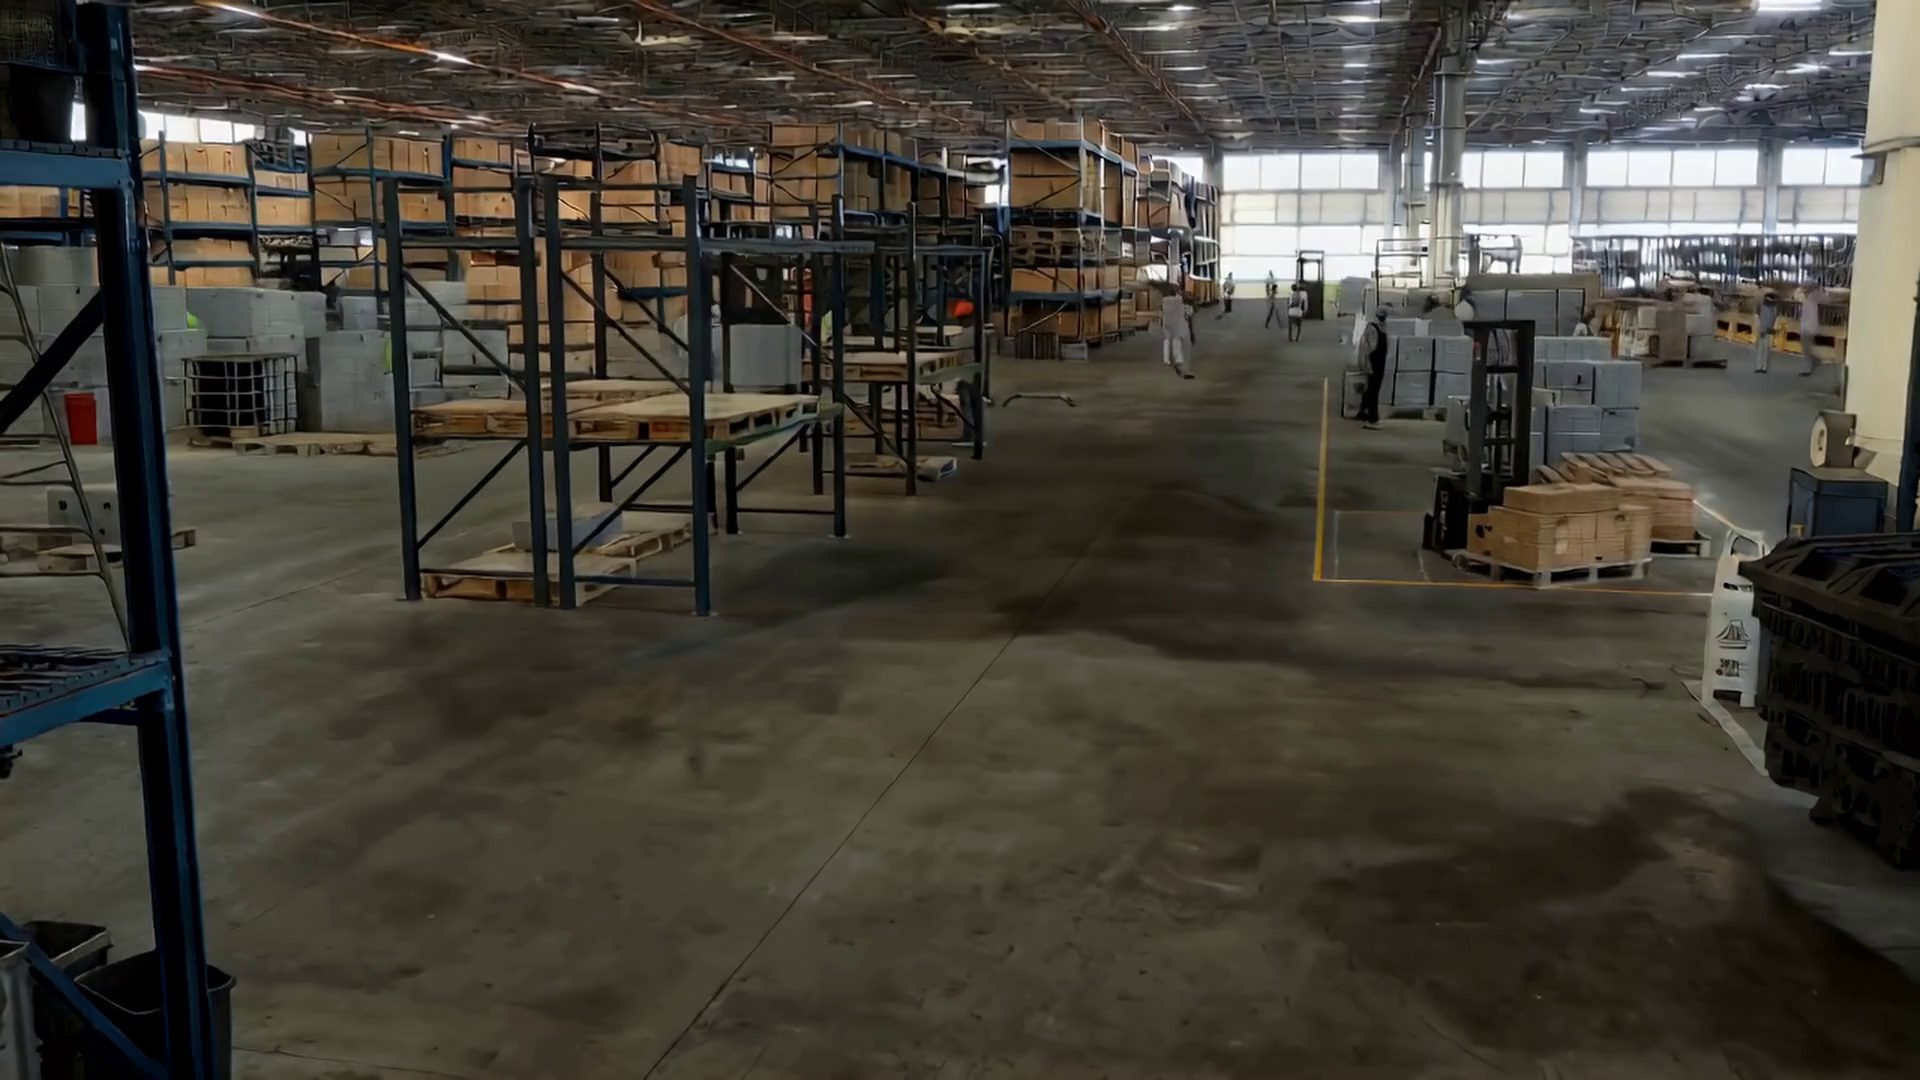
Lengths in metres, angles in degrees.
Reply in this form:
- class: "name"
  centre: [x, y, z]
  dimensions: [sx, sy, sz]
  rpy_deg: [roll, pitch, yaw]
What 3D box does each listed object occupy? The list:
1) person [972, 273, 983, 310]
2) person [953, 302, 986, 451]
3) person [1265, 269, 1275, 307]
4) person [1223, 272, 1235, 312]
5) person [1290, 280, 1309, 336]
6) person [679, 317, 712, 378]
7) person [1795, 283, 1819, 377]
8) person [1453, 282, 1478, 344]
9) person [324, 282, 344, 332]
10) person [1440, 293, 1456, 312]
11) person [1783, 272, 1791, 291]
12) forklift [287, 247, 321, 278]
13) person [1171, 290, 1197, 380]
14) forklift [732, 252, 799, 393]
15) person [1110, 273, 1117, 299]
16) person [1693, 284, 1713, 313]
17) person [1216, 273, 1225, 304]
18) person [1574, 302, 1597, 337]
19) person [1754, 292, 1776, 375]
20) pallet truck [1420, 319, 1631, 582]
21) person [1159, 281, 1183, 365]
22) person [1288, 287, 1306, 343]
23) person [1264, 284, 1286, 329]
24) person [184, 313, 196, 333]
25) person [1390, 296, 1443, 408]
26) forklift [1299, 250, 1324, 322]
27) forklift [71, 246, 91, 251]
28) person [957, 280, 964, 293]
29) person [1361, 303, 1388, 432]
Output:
- class: "person"
  centre: [0.705, -9.243, 63.480]
  dimensions: [0.455, 2.021, 0.603]
  rpy_deg: [-2, 10, -10]
- class: "person"
  centre: [0.100, -2.120, 21.586]
  dimensions: [0.385, 1.922, 0.594]
  rpy_deg: [6, 11, 33]
- class: "person"
  centre: [16.249, -13.188, 87.052]
  dimensions: [0.614, 1.946, 0.389]
  rpy_deg: [-5, 11, -27]
- class: "person"
  centre: [12.565, -11.582, 77.725]
  dimensions: [0.561, 1.906, 0.874]
  rpy_deg: [2, 10, 9]
- class: "person"
  centre: [10.971, -7.513, 53.907]
  dimensions: [0.636, 1.786, 0.903]
  rpy_deg: [1, 10, 7]
- class: "person"
  centre: [-4.280, -2.977, 26.959]
  dimensions: [0.594, 1.834, 1.005]
  rpy_deg: [2, 10, 9]
- class: "person"
  centre: [17.723, -4.385, 34.855]
  dimensions: [0.447, 1.967, 0.636]
  rpy_deg: [6, 11, 30]
- class: "person"
  centre: [9.949, -4.099, 32.960]
  dimensions: [0.538, 2.000, 0.711]
  rpy_deg: [8, 12, 38]
- class: "person"
  centre: [-15.481, -5.390, 41.003]
  dimensions: [0.593, 1.911, 0.385]
  rpy_deg: [-9, 13, -42]
- class: "person"
  centre: [11.965, -5.191, 40.548]
  dimensions: [0.563, 1.648, 0.861]
  rpy_deg: [-7, 12, -37]
- class: "person"
  centre: [43.944, -13.369, 88.476]
  dimensions: [0.373, 1.833, 0.563]
  rpy_deg: [-9, 13, -41]
- class: "forklift"
  centre: [-19.555, -7.358, 49.778]
  dimensions: [1.129, 2.768, 1.873]
  rpy_deg: [2, 10, 12]
- class: "person"
  centre: [4.662, -4.204, 34.150]
  dimensions: [0.442, 1.856, 0.529]
  rpy_deg: [-1, 10, -4]
- class: "forklift"
  centre: [-3.605, -4.001, 29.899]
  dimensions: [1.129, 2.768, 1.873]
  rpy_deg: [2, 10, 12]
- class: "person"
  centre: [7.671, -12.336, 82.443]
  dimensions: [0.658, 1.795, 0.932]
  rpy_deg: [4, 10, 21]
- class: "person"
  centre: [21.341, -6.462, 47.802]
  dimensions: [0.539, 1.757, 0.448]
  rpy_deg: [3, 10, 18]
- class: "person"
  centre: [14.251, -13.886, 91.860]
  dimensions: [0.889, 1.705, 0.648]
  rpy_deg: [6, 11, 31]
- class: "person"
  centre: [8.836, -2.423, 23.540]
  dimensions: [0.328, 1.872, 0.509]
  rpy_deg: [2, 10, 10]
- class: "person"
  centre: [17.348, -4.437, 35.777]
  dimensions: [0.523, 1.769, 0.309]
  rpy_deg: [-7, 12, -35]
- class: "pallet truck"
  centre: [4.543, -0.757, 13.299]
  dimensions: [0.823, 1.965, 1.885]
  rpy_deg: [-4, 10, -22]
- class: "person"
  centre: [4.969, -5.094, 39.071]
  dimensions: [0.601, 1.967, 0.369]
  rpy_deg: [5, 11, 26]
- class: "person"
  centre: [9.990, -6.689, 49.433]
  dimensions: [0.550, 1.646, 0.859]
  rpy_deg: [1, 10, 3]
- class: "person"
  centre: [11.210, -8.285, 59.048]
  dimensions: [0.826, 1.590, 0.519]
  rpy_deg: [3, 10, 15]
- class: "person"
  centre: [-12.710, -2.993, 26.823]
  dimensions: [0.957, 1.897, 0.661]
  rpy_deg: [4, 10, 23]
- class: "person"
  centre: [7.541, -3.124, 27.702]
  dimensions: [0.985, 1.873, 0.587]
  rpy_deg: [2, 10, 11]
- class: "forklift"
  centre: [13.778, -10.002, 65.433]
  dimensions: [1.129, 2.768, 1.873]
  rpy_deg: [2, 10, 12]
- class: "forklift"
  centre: [-23.305, -6.423, 44.243]
  dimensions: [1.873, 2.768, 1.129]
  rpy_deg: [-6, 11, -32]
- class: "person"
  centre: [-0.115, -10.823, 73.145]
  dimensions: [0.628, 1.926, 0.427]
  rpy_deg: [4, 11, 24]
- class: "person"
  centre: [6.006, -2.488, 24.018]
  dimensions: [0.345, 1.841, 0.506]
  rpy_deg: [8, 13, 40]
